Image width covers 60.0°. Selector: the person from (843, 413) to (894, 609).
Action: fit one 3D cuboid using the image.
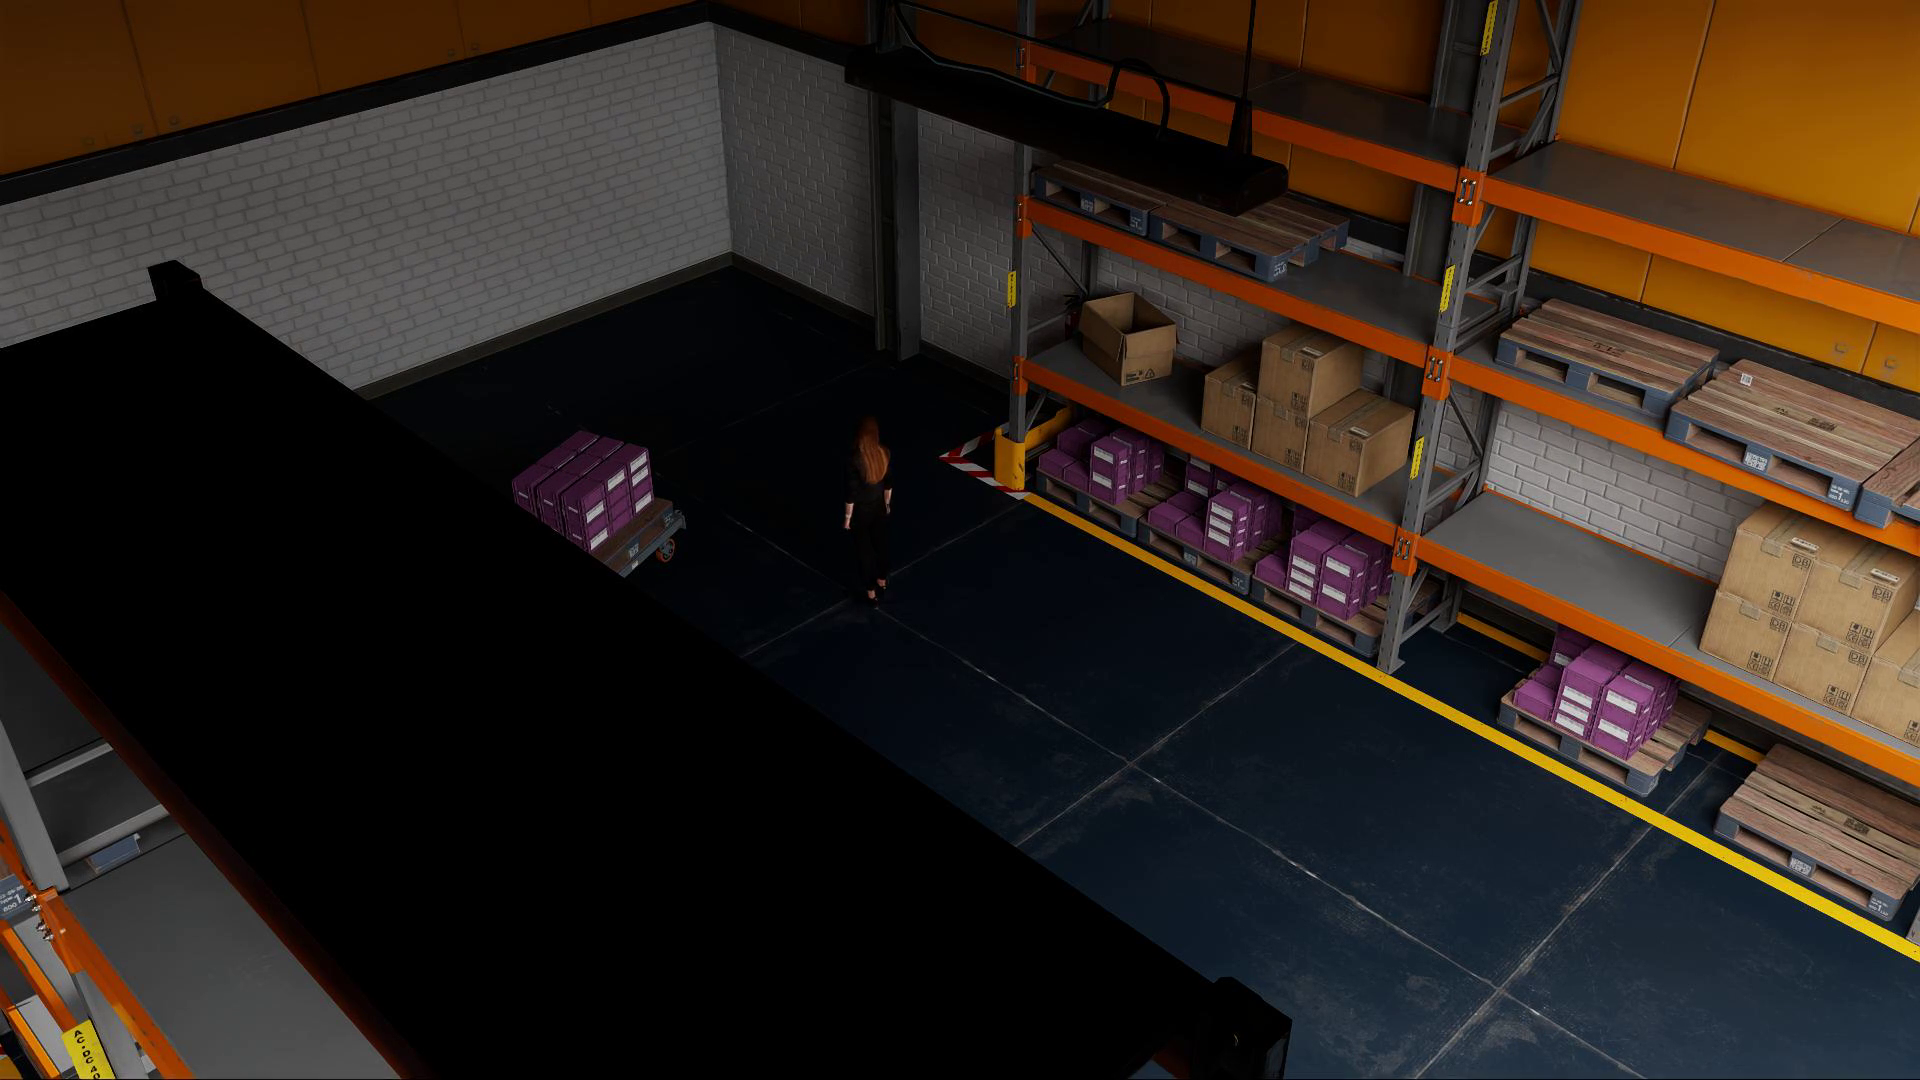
[{"bbox_3d":[-0.733,-0.251,13.414,0.639,1.729,0.642,-28,43,-36],"label":"person"}]
